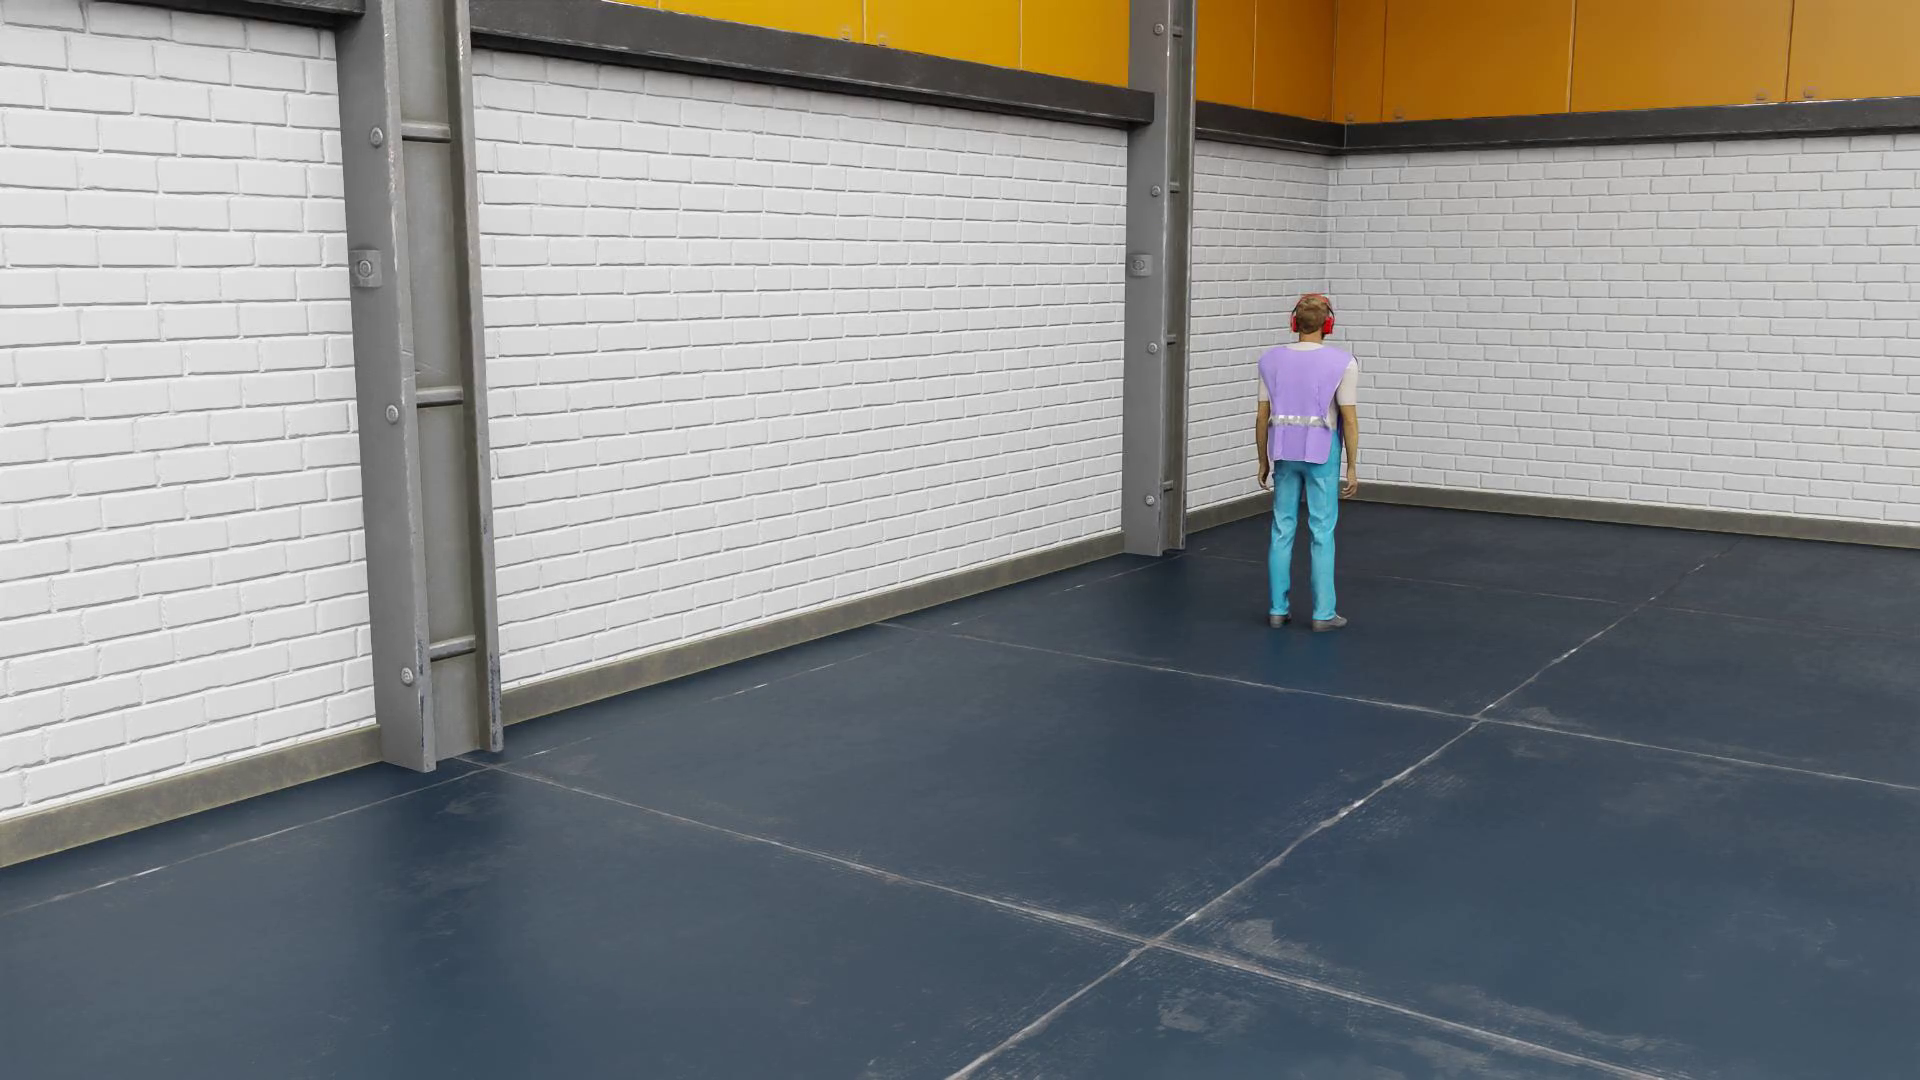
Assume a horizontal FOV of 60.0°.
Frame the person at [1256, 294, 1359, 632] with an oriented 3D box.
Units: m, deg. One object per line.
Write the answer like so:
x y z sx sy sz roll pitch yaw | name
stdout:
1.889 -0.415 9.093 0.573 1.842 0.375 6 11 31 | person
